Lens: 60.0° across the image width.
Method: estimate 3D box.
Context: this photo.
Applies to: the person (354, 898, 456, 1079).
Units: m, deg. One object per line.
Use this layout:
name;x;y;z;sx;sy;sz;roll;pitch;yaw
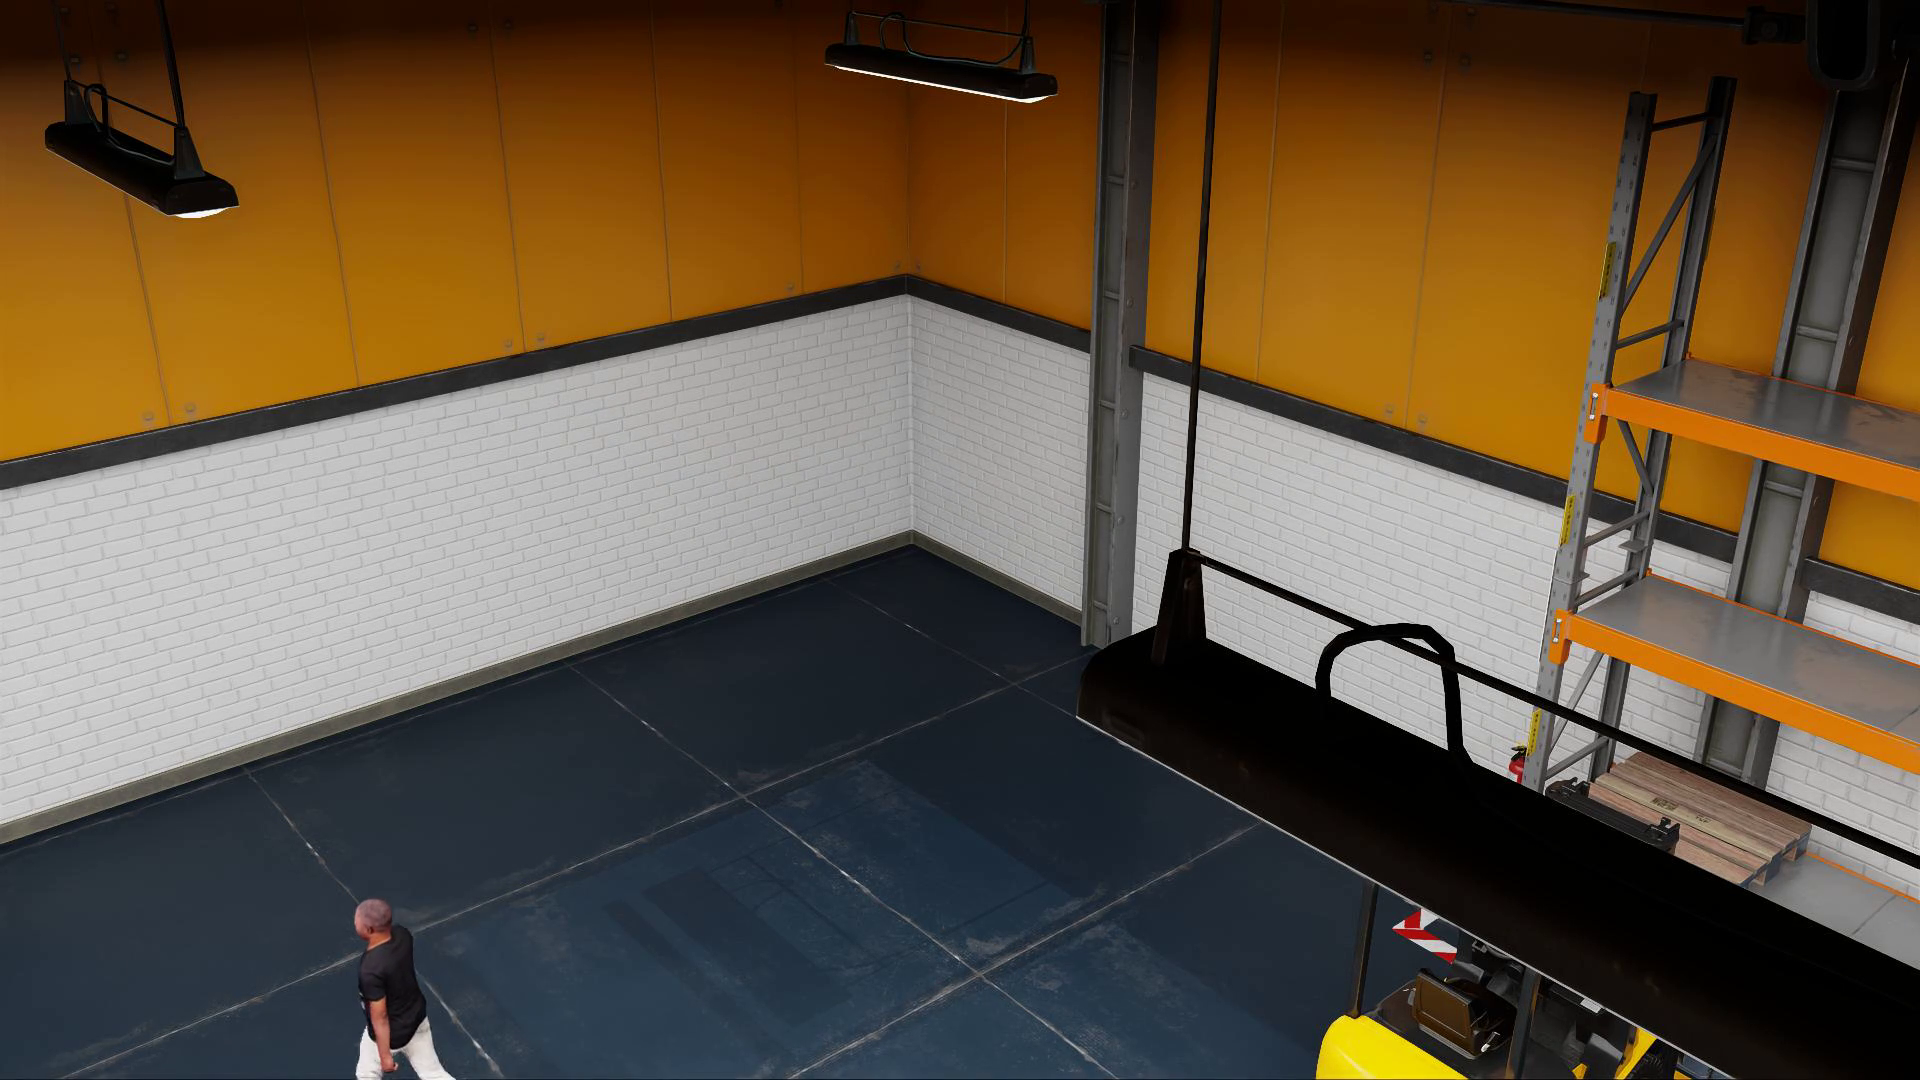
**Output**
person;-3.210;2.883;9.739;1.311;1.765;1.173;5;24;11
